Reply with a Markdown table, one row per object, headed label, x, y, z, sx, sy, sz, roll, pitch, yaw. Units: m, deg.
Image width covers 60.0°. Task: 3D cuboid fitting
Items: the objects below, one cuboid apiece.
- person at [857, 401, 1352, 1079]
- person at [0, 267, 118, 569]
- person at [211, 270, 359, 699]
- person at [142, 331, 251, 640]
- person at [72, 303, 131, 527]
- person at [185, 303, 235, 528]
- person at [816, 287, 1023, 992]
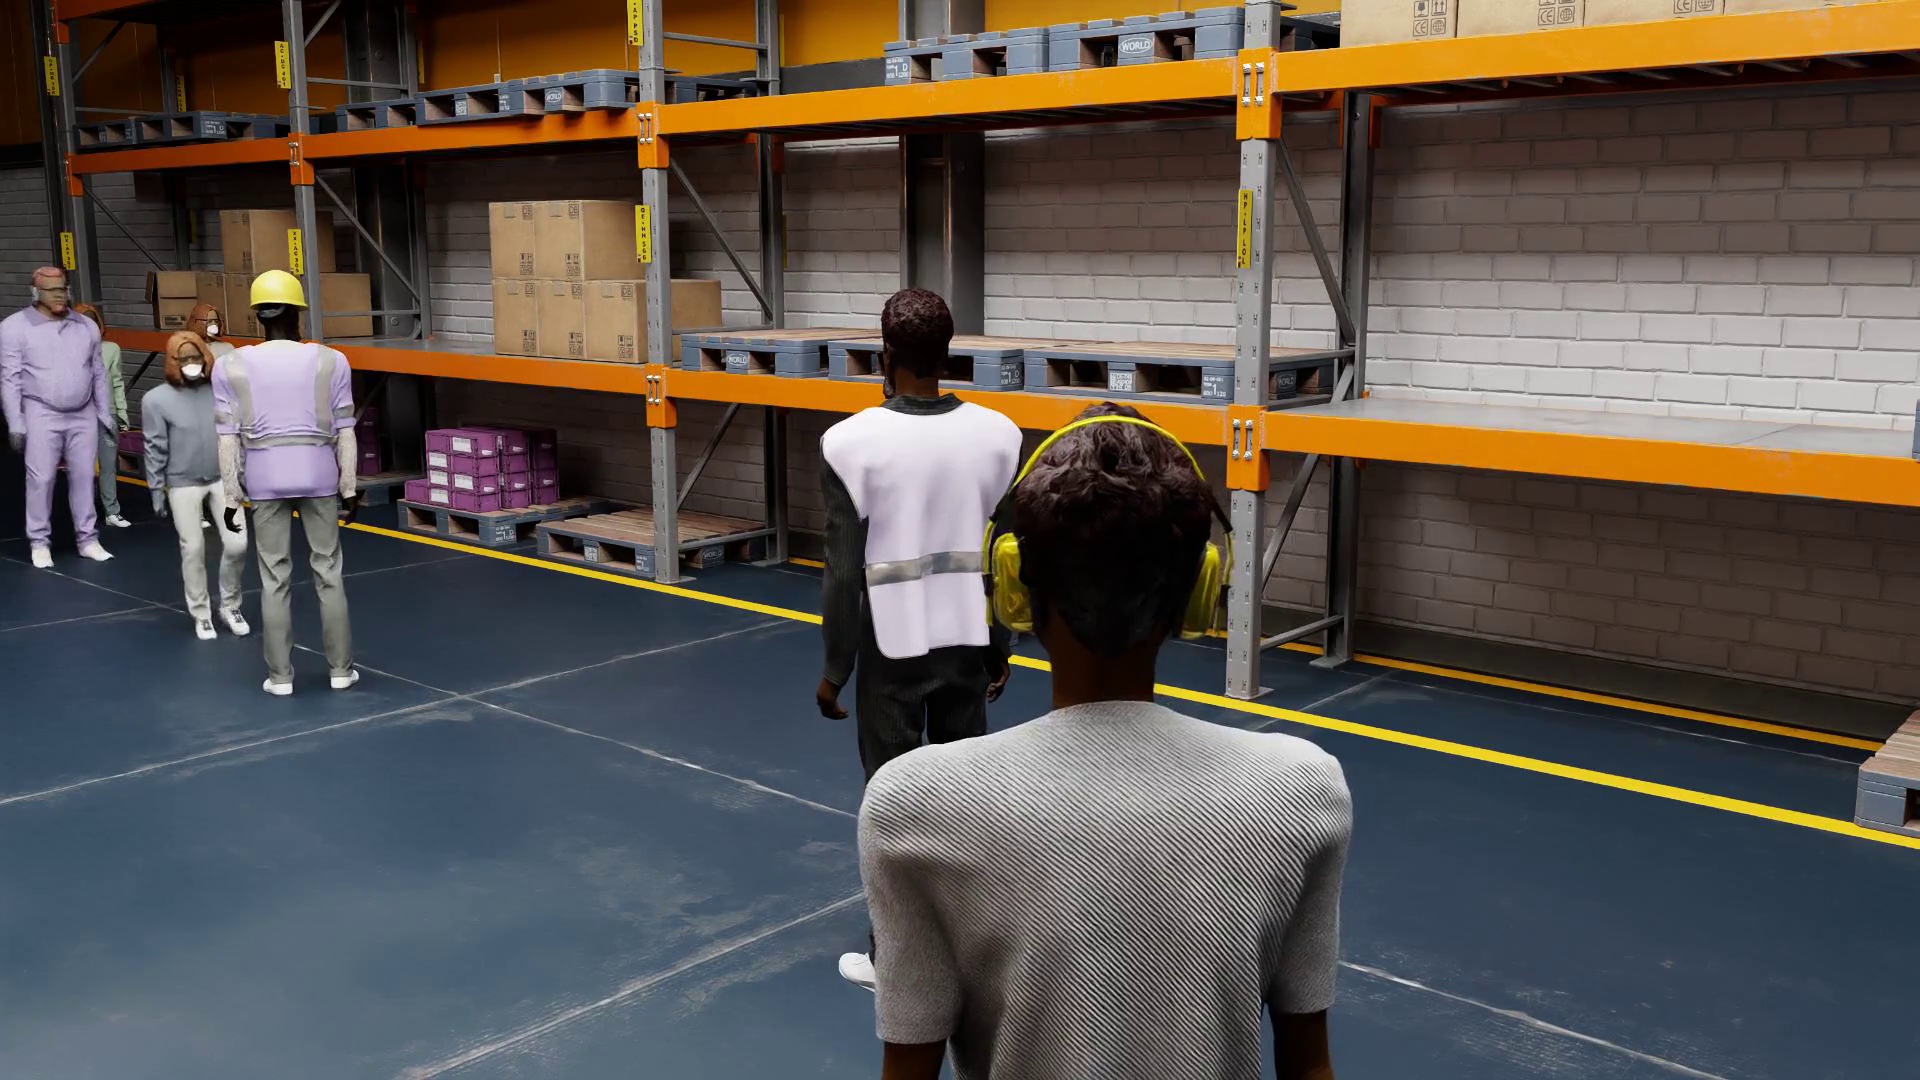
| label | x | y | z | sx | sy | sz | roll | pitch | yaw |
| --- | --- | --- | --- | --- | --- | --- | --- | --- | --- |
| person | 0.141 | 0.794 | 1.747 | 0.513 | 1.872 | 0.331 | -1 | 10 | -7 |
| person | -5.750 | -0.784 | 10.628 | 0.402 | 1.906 | 0.653 | 7 | 12 | 36 |
| person | -3.020 | -0.243 | 7.504 | 0.587 | 1.922 | 0.383 | -4 | 11 | -22 |
| person | -3.896 | -0.270 | 8.537 | 0.523 | 1.603 | 0.416 | -7 | 12 | -36 |
| person | -6.228 | -0.878 | 11.939 | 0.265 | 1.631 | 0.508 | 8 | 13 | 38 |
| person | -5.475 | -0.907 | 12.136 | 0.271 | 1.629 | 0.499 | 7 | 12 | 35 |
| person | -0.104 | 0.290 | 4.477 | 0.590 | 1.919 | 0.391 | -6 | 11 | -29 |
